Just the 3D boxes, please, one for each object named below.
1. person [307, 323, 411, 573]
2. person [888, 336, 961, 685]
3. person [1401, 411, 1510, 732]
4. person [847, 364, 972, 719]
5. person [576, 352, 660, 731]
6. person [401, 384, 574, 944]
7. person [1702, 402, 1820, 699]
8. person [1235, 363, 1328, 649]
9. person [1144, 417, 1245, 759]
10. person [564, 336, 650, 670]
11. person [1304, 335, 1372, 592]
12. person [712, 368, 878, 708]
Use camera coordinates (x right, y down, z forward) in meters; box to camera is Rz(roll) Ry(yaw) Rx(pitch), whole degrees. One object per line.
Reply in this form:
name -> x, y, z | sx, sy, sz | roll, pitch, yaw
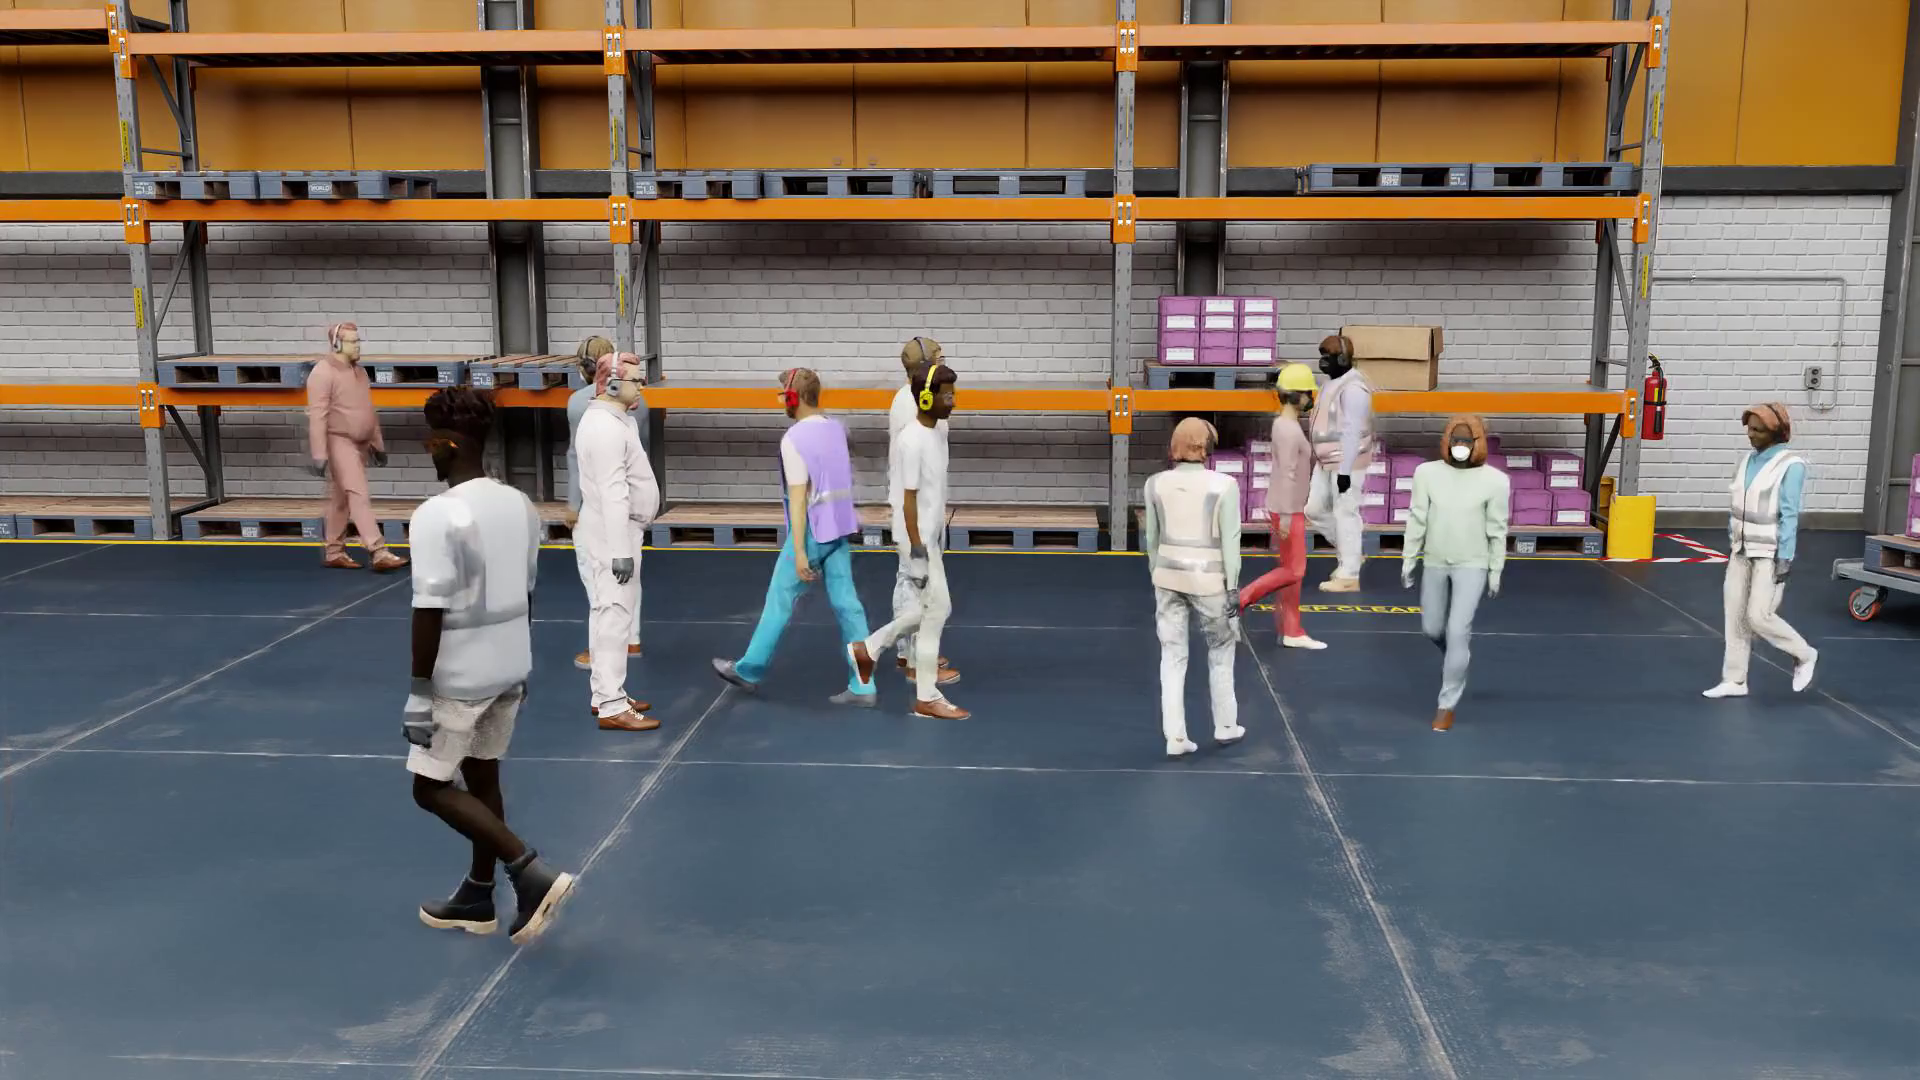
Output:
person -> -4.471, -0.682, 12.497 | 0.878, 1.872, 0.673 | 1, 10, 8
person -> -0.212, -0.166, 9.313 | 0.372, 1.940, 0.630 | -2, 10, -10
person -> 2.562, 0.131, 8.540 | 0.507, 1.609, 0.669 | 7, 12, 34
person -> -0.265, 0.013, 8.539 | 0.617, 1.843, 0.556 | 1, 10, 8
person -> -1.719, 0.002, 8.429 | 0.402, 1.904, 0.652 | -3, 10, -16
person -> -1.633, 0.445, 5.683 | 0.603, 1.952, 0.636 | 3, 10, 18
person -> 4.302, 0.070, 8.837 | 0.484, 1.620, 0.530 | -2, 10, -12
person -> 1.907, -0.188, 9.995 | 0.598, 1.751, 0.529 | 1, 10, 7
person -> 1.146, 0.216, 7.996 | 0.528, 1.608, 0.686 | 6, 11, 31
person -> -2.012, -0.218, 9.677 | 0.485, 1.918, 0.713 | 5, 11, 27
person -> 2.689, -0.533, 11.787 | 0.435, 1.828, 0.642 | -1, 10, -9
person -> -0.844, -0.013, 8.846 | 1.003, 1.784, 0.563 | 6, 11, 30
